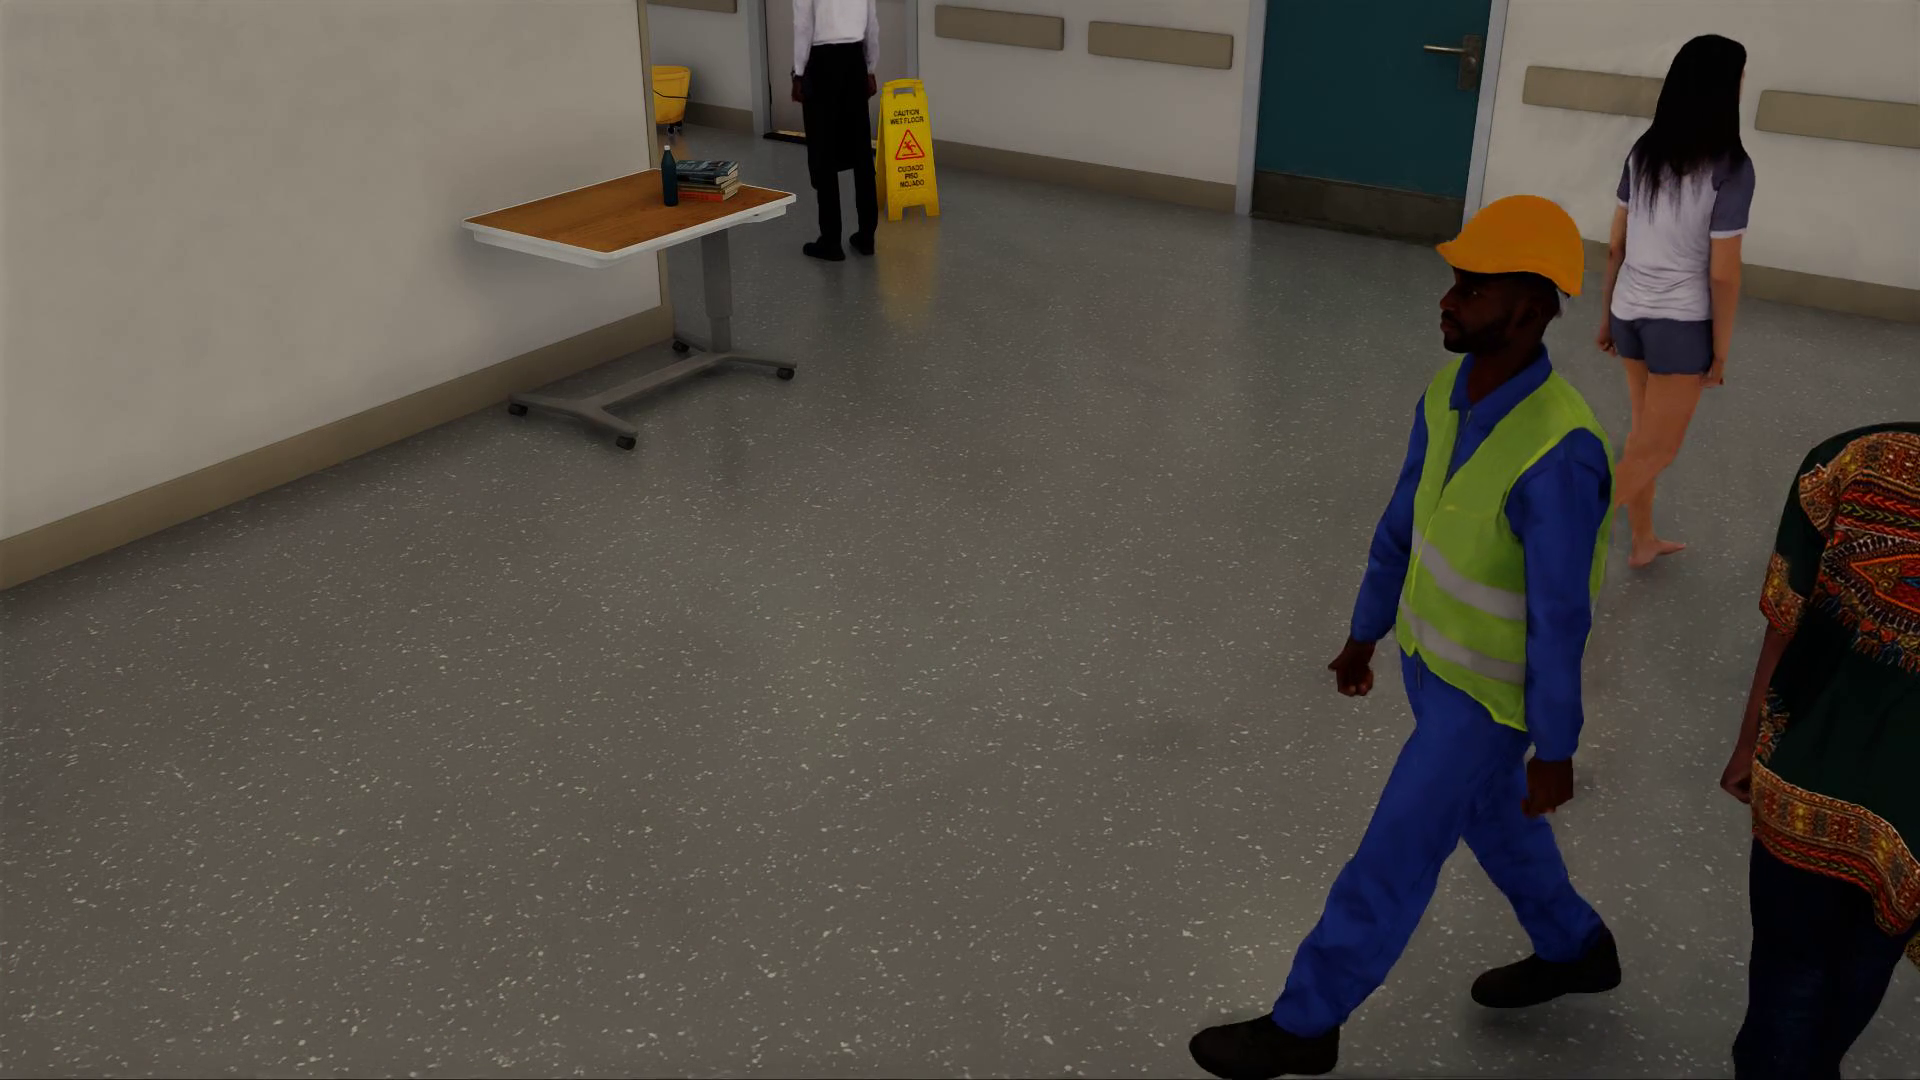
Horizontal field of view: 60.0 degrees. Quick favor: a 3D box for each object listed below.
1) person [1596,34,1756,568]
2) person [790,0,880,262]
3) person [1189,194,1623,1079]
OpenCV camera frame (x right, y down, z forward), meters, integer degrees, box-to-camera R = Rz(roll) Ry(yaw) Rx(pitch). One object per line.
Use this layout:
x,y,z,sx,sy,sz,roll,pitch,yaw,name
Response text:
2.072,-0.620,5.038,0.917,1.710,1.040,-15,30,-29,person
-0.642,-2.369,8.521,0.715,1.834,0.670,-16,30,-30,person
1.046,0.265,3.137,1.268,1.767,1.197,-4,26,-8,person
